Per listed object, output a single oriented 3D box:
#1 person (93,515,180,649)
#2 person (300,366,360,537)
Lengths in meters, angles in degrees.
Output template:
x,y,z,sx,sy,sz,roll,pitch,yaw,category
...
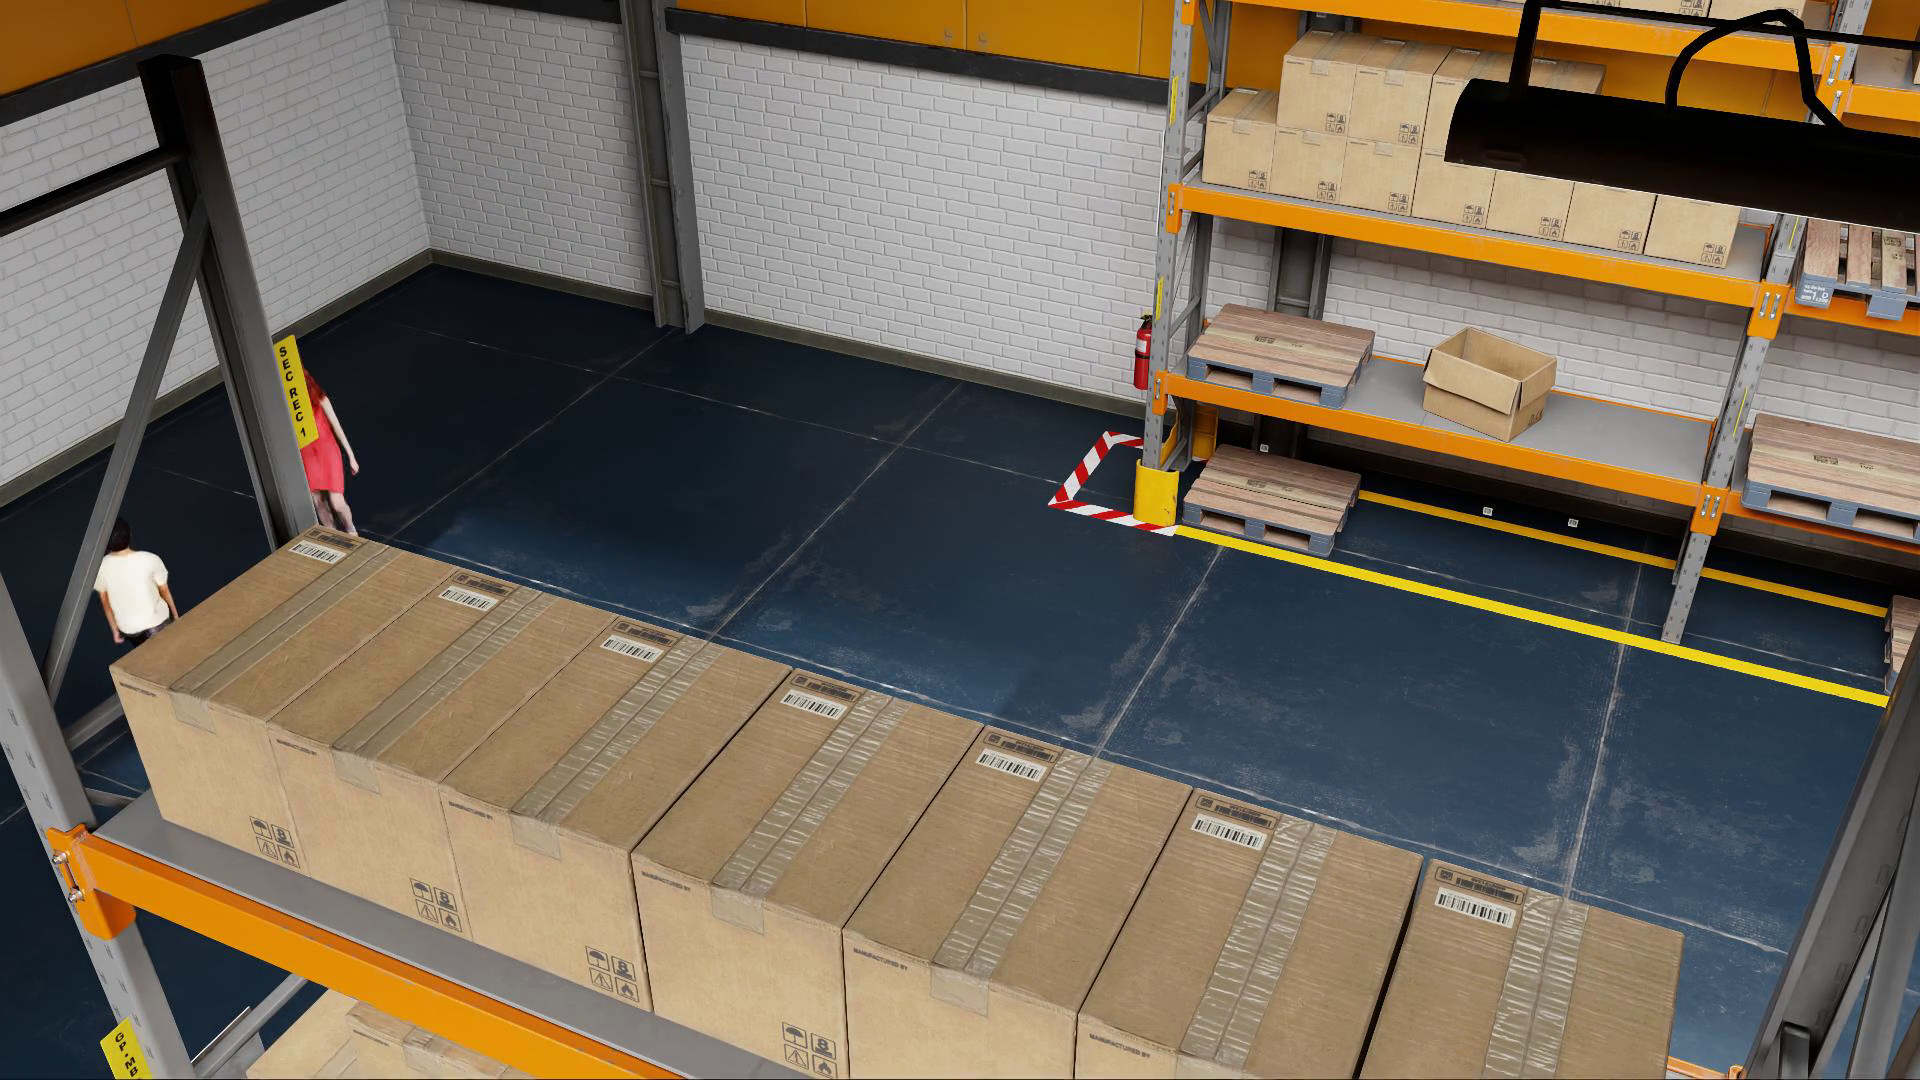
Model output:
x,y,z,sx,sy,sz,roll,pitch,yaw,category
-5.309,0.584,10.826,1.011,1.543,1.060,-10,35,-15,person
-4.746,-0.604,12.377,0.726,1.805,0.837,-1,34,-2,person
